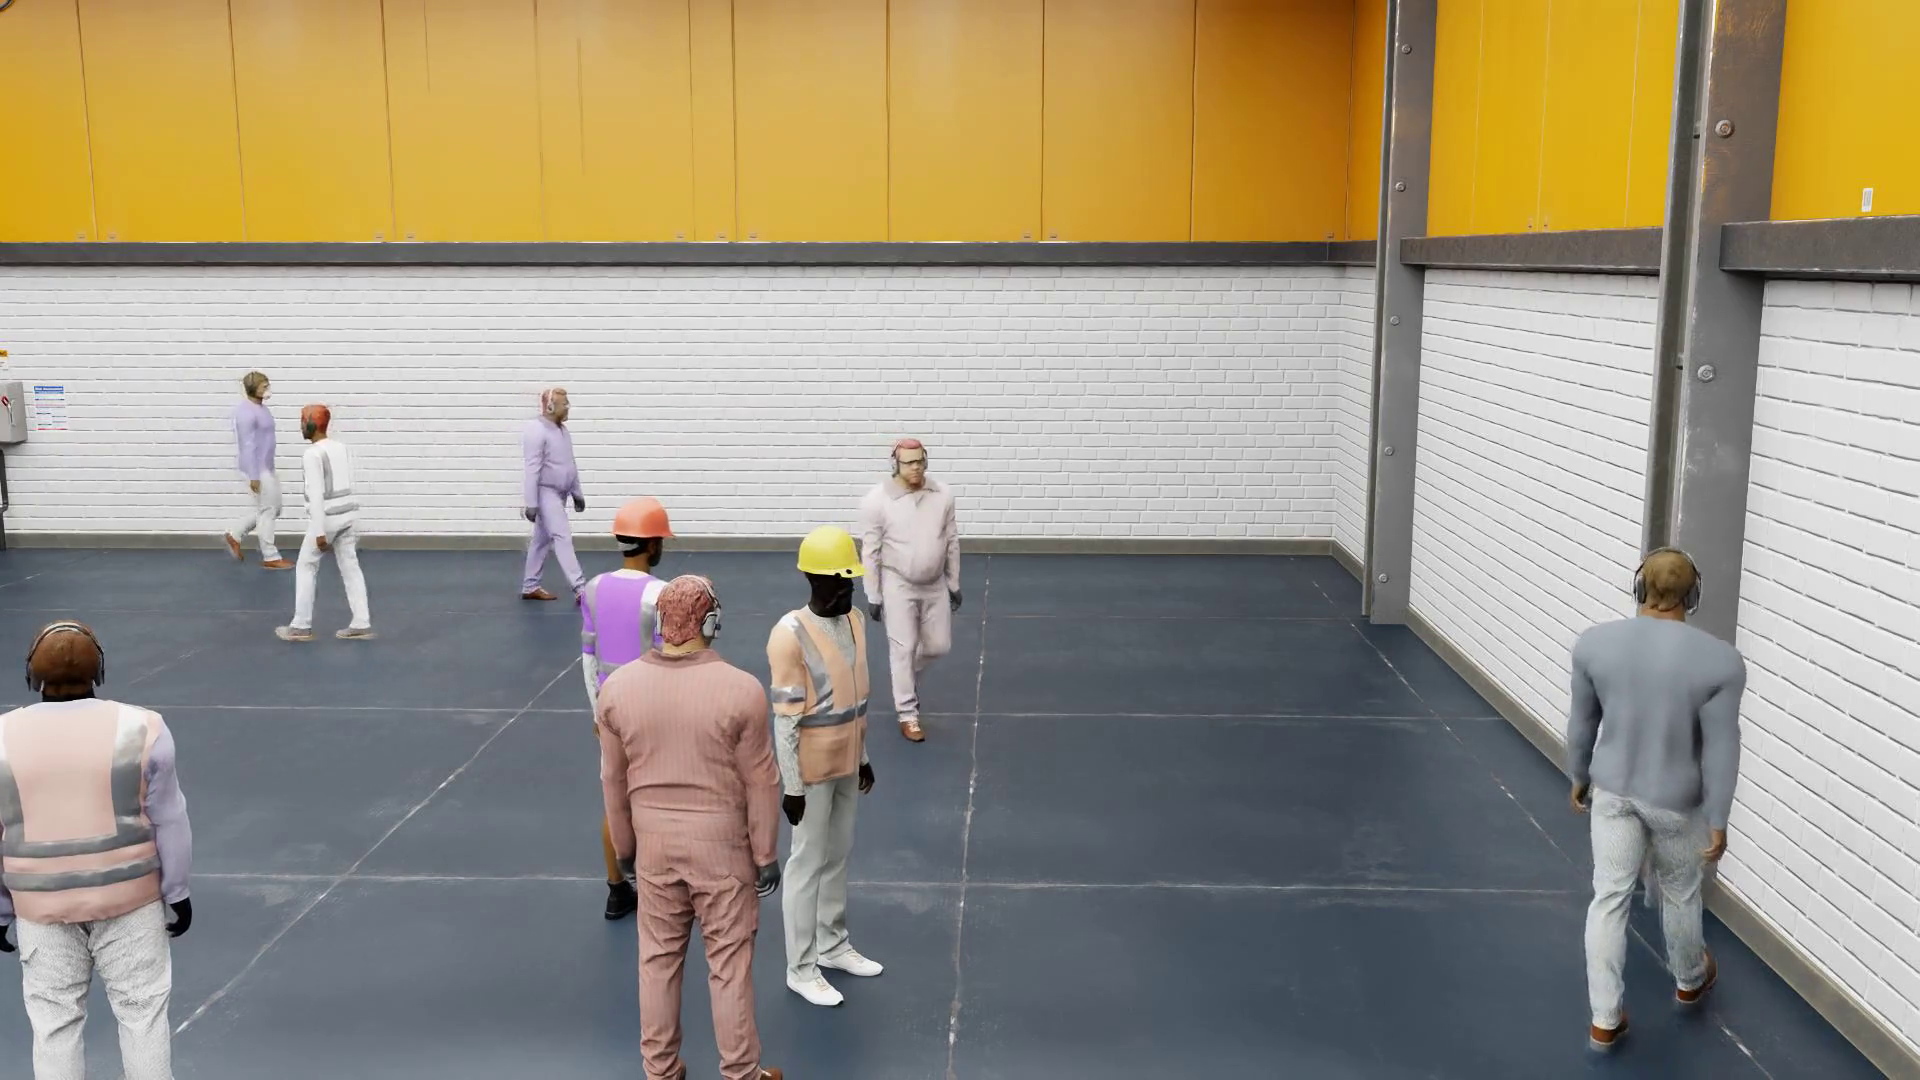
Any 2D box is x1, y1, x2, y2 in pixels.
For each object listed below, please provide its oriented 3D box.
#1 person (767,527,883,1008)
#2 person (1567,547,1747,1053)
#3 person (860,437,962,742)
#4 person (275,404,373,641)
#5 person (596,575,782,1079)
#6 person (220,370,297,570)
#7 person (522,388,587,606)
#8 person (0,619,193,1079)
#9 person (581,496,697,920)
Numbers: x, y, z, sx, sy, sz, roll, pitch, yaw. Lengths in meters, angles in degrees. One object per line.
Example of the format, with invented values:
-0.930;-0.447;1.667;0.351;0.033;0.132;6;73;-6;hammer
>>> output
-0.531;0.895;6.731;0.366;1.926;0.594;5;11;27;person
2.687;0.958;6.429;0.651;1.900;0.903;7;12;35;person
-0.319;0.283;10.432;0.657;1.886;0.597;-5;11;-27;person
-5.003;-0.125;12.934;0.853;1.850;0.582;2;10;12;person
-0.920;1.062;5.830;0.639;1.903;0.407;2;10;13;person
-6.721;-0.652;15.811;0.640;1.922;0.633;-1;10;-6;person
-3.412;-0.369;14.308;0.936;1.860;0.670;1;10;7;person
-2.826;1.163;5.407;0.633;1.846;0.429;-3;10;-18;person
-1.412;0.766;7.462;0.551;1.932;0.378;5;11;28;person
